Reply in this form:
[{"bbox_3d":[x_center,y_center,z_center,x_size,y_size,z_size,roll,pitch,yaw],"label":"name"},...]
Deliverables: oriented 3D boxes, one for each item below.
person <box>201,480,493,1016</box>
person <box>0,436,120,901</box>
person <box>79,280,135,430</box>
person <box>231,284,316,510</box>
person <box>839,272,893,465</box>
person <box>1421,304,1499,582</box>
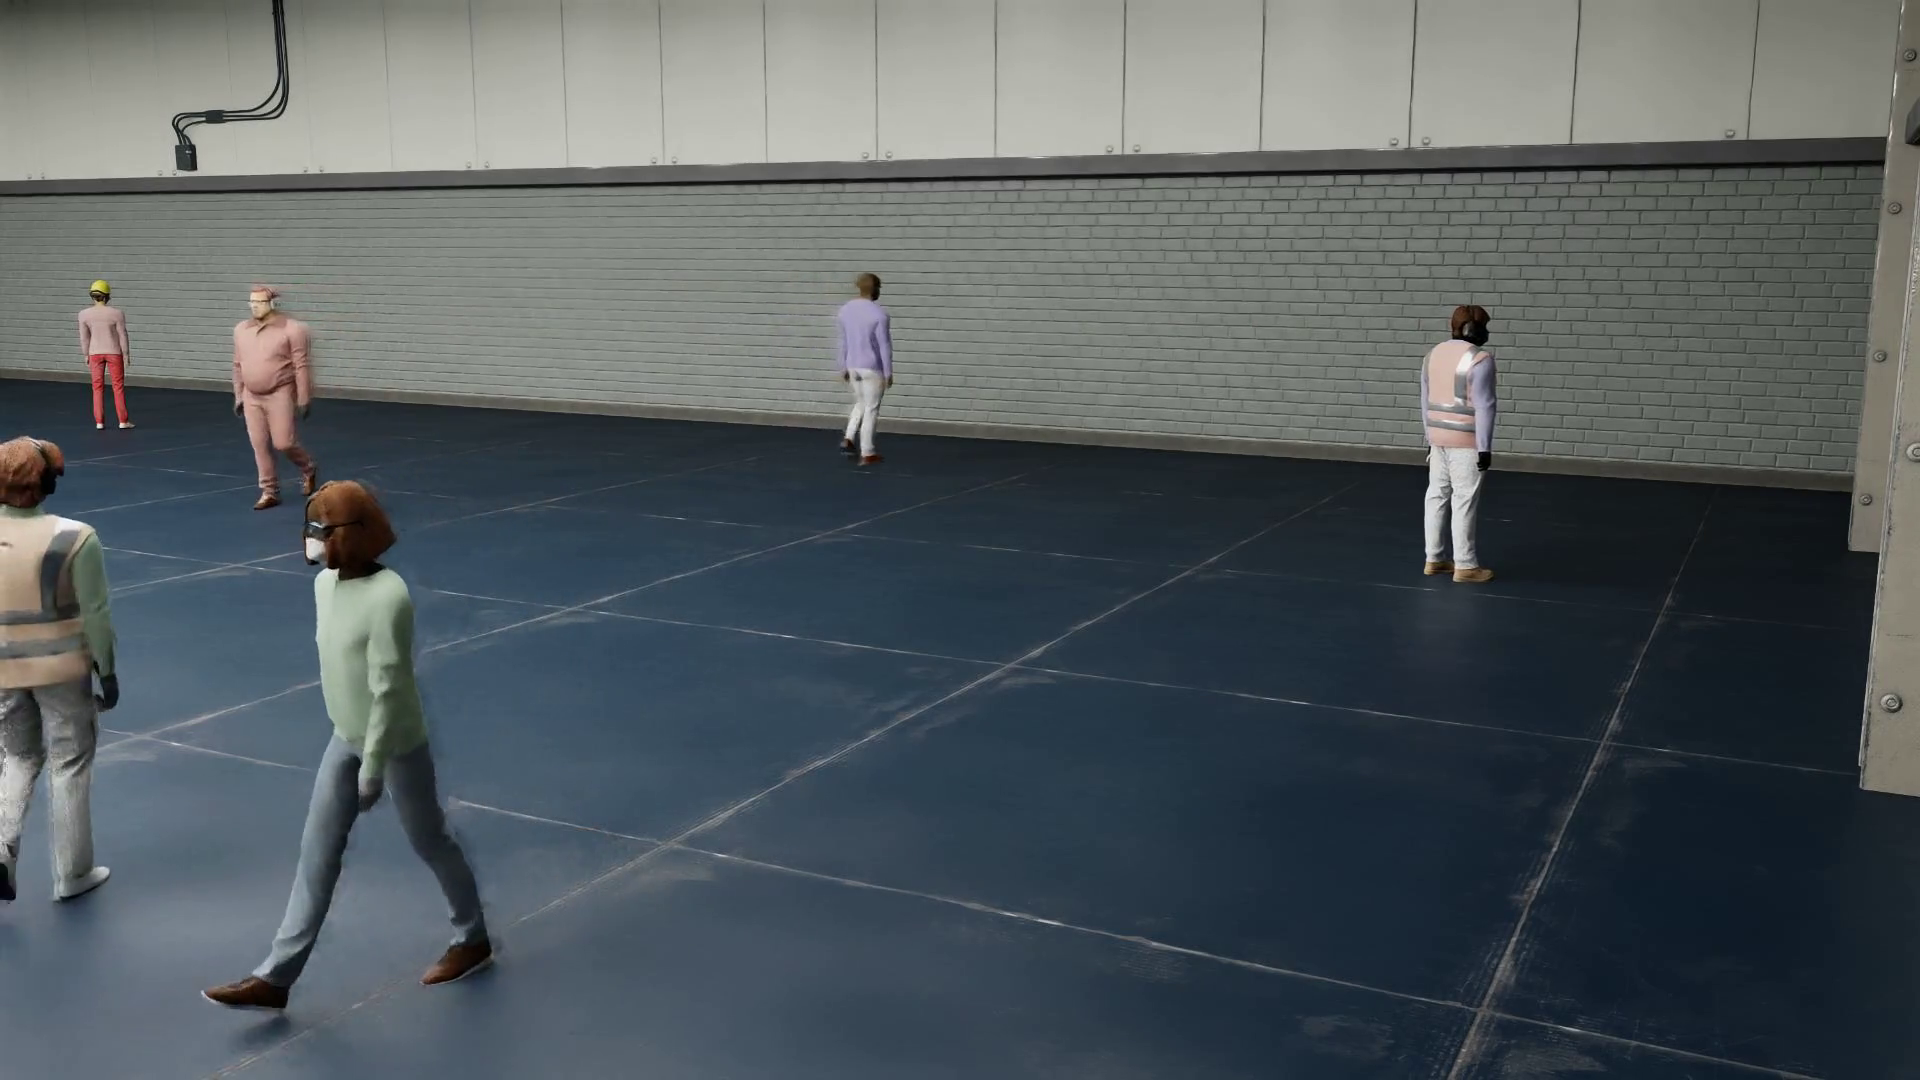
[{"bbox_3d":[-1.792,0.621,4.890,0.519,1.584,0.877,9,14,39],"label":"person"},{"bbox_3d":[-3.138,0.463,5.643,0.531,1.622,0.423,0,10,-2],"label":"person"},{"bbox_3d":[-10.103,-2.180,19.684,0.525,1.769,0.314,-2,11,-10],"label":"person"},{"bbox_3d":[-5.816,-1.215,14.085,0.649,1.890,0.564,2,11,10],"label":"person"},{"bbox_3d":[-0.920,-1.705,16.654,0.650,1.924,0.434,9,14,40],"label":"person"},{"bbox_3d":[3.346,-0.646,11.122,0.430,1.841,0.624,-4,11,-23],"label":"person"}]
